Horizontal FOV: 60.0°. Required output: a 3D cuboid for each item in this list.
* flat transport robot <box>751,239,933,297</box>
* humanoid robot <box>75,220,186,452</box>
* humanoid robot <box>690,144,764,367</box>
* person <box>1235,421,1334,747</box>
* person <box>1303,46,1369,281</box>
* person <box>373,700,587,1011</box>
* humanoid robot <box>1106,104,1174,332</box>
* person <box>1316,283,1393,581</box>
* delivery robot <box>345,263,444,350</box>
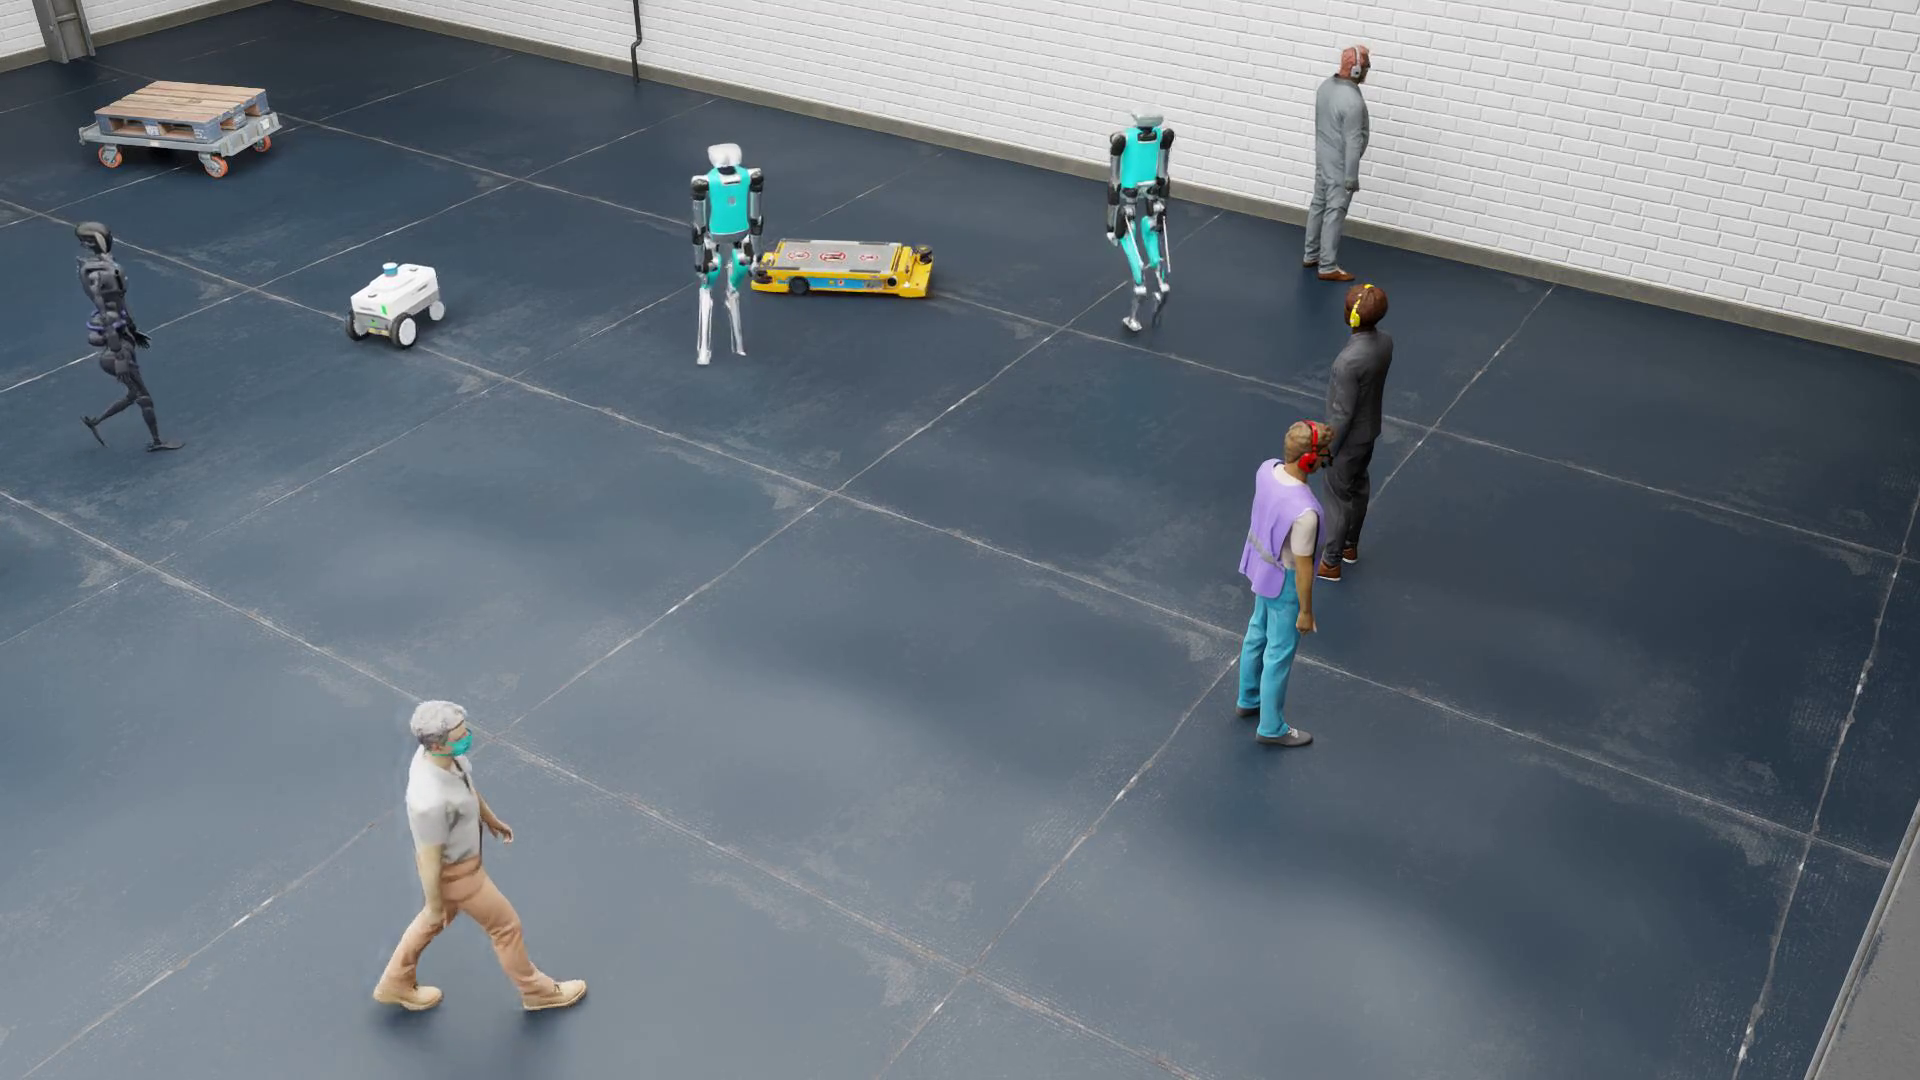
[{"bbox_3d":[-0.964,-2.243,13.747,1.431,0.231,0.659,3,33,4],"label":"flat transport robot"},{"bbox_3d":[-5.669,-1.316,11.014,0.640,1.629,0.589,-9,34,-13],"label":"humanoid robot"},{"bbox_3d":[-1.747,-2.097,12.181,0.531,1.789,0.748,-14,35,-21],"label":"humanoid robot"},{"bbox_3d":[1.629,0.225,8.453,0.390,1.839,0.562,-8,34,-12],"label":"person"},{"bbox_3d":[3.089,-3.054,13.496,0.404,1.903,0.651,-8,34,-12],"label":"person"},{"bbox_3d":[-2.128,1.328,6.868,0.883,1.705,0.470,-8,34,-12],"label":"person"},{"bbox_3d":[1.424,-2.319,12.528,0.553,1.827,0.665,-14,35,-21],"label":"humanoid robot"},{"bbox_3d":[2.271,-0.624,9.744,0.356,1.875,0.495,23,39,31],"label":"person"},{"bbox_3d":[-4.360,-1.851,12.855,0.499,0.577,0.769,11,34,17],"label":"delivery robot"}]
